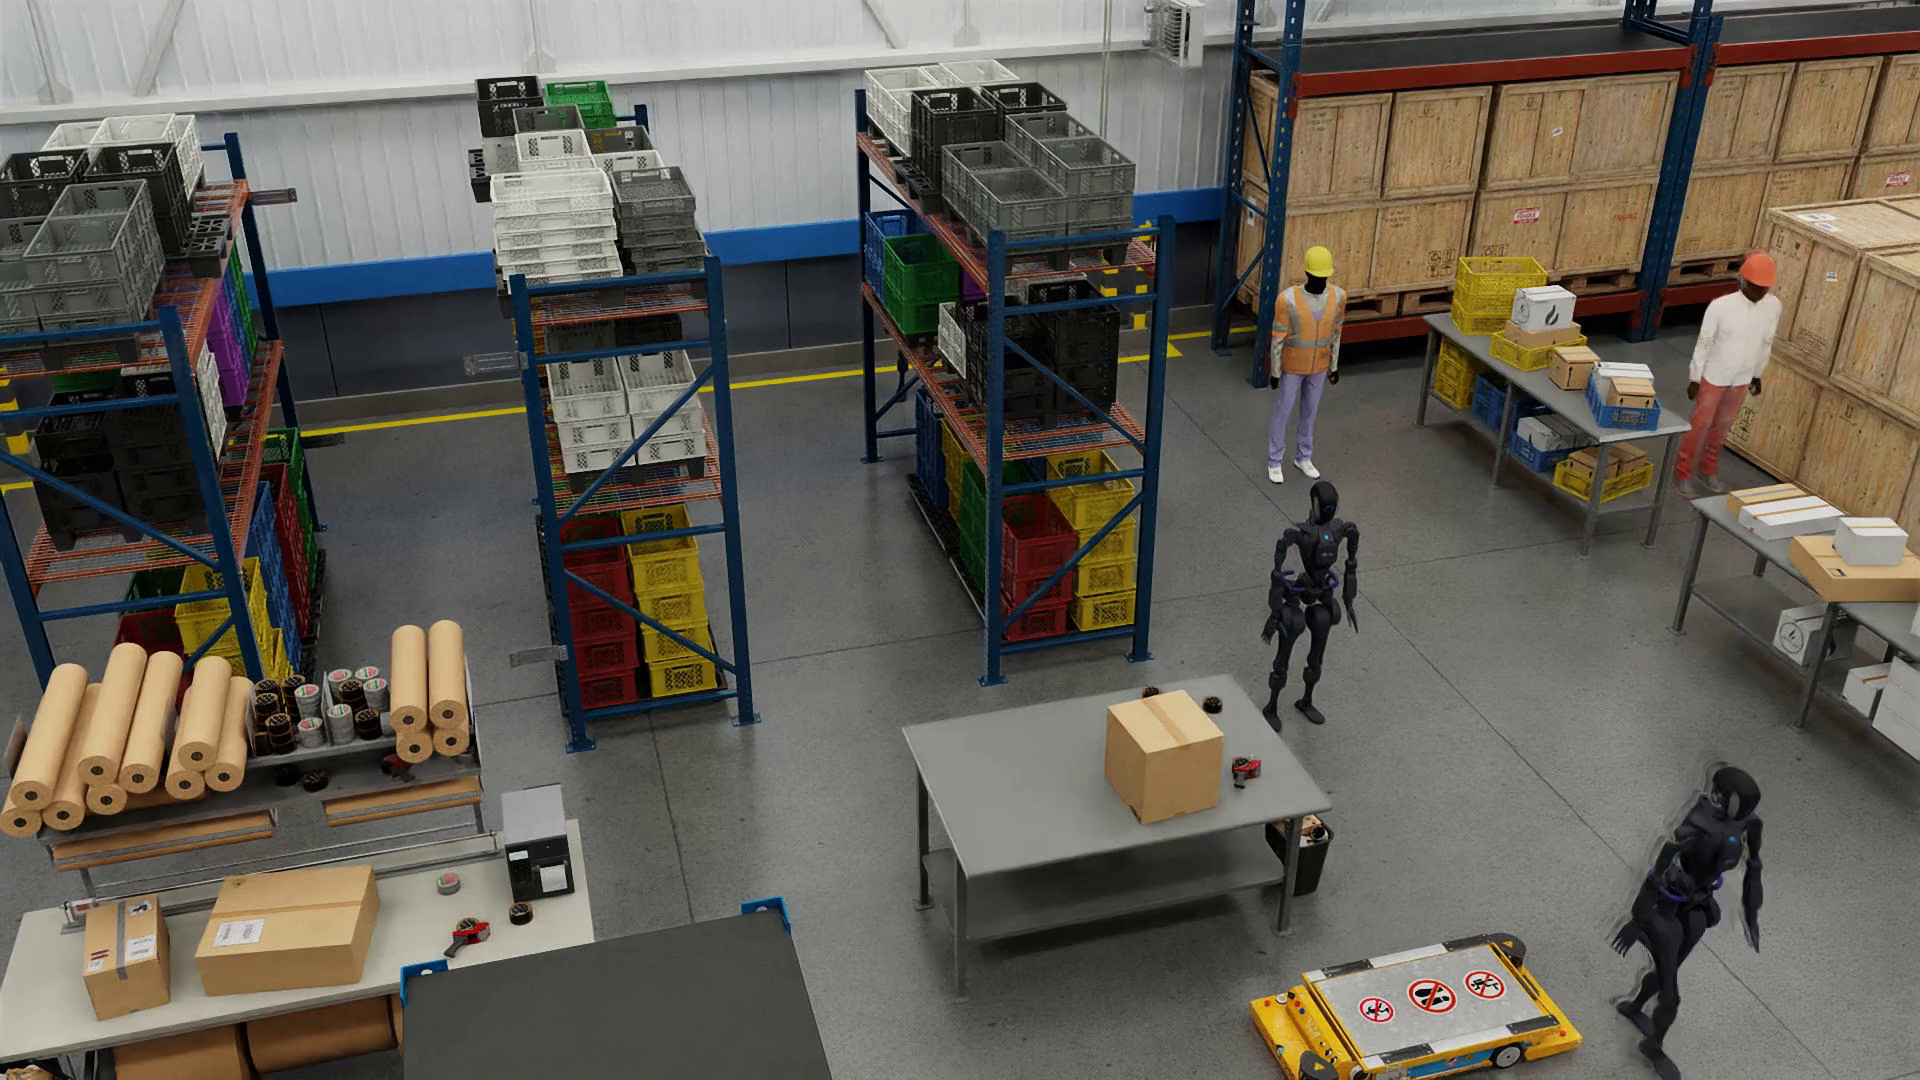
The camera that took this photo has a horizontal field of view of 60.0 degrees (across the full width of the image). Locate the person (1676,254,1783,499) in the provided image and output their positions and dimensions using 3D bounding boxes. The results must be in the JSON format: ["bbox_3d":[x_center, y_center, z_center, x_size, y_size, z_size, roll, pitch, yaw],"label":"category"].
[{"bbox_3d":[5.850,-1.232,12.650,0.616,1.978,0.508,-5,29,-9],"label":"person"}]

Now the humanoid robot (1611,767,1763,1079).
[{"bbox_3d":[3.345,1.719,7.589,0.598,1.637,0.622,-12,31,-21],"label":"humanoid robot"}]

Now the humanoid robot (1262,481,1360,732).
[{"bbox_3d":[2.103,0.395,9.965,0.590,1.657,0.328,-7,30,-13],"label":"humanoid robot"}]

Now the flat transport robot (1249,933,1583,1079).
[{"bbox_3d":[2.184,2.282,7.980,1.431,0.197,0.652,-8,30,-14],"label":"flat transport robot"}]

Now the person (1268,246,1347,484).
[{"bbox_3d":[2.691,-1.361,12.917,0.588,1.926,0.385,-7,30,-13],"label":"person"}]

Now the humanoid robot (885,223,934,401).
[{"bbox_3d":[-0.358,-2.001,14.328,0.590,1.654,0.328,-7,30,-13],"label":"humanoid robot"}]
